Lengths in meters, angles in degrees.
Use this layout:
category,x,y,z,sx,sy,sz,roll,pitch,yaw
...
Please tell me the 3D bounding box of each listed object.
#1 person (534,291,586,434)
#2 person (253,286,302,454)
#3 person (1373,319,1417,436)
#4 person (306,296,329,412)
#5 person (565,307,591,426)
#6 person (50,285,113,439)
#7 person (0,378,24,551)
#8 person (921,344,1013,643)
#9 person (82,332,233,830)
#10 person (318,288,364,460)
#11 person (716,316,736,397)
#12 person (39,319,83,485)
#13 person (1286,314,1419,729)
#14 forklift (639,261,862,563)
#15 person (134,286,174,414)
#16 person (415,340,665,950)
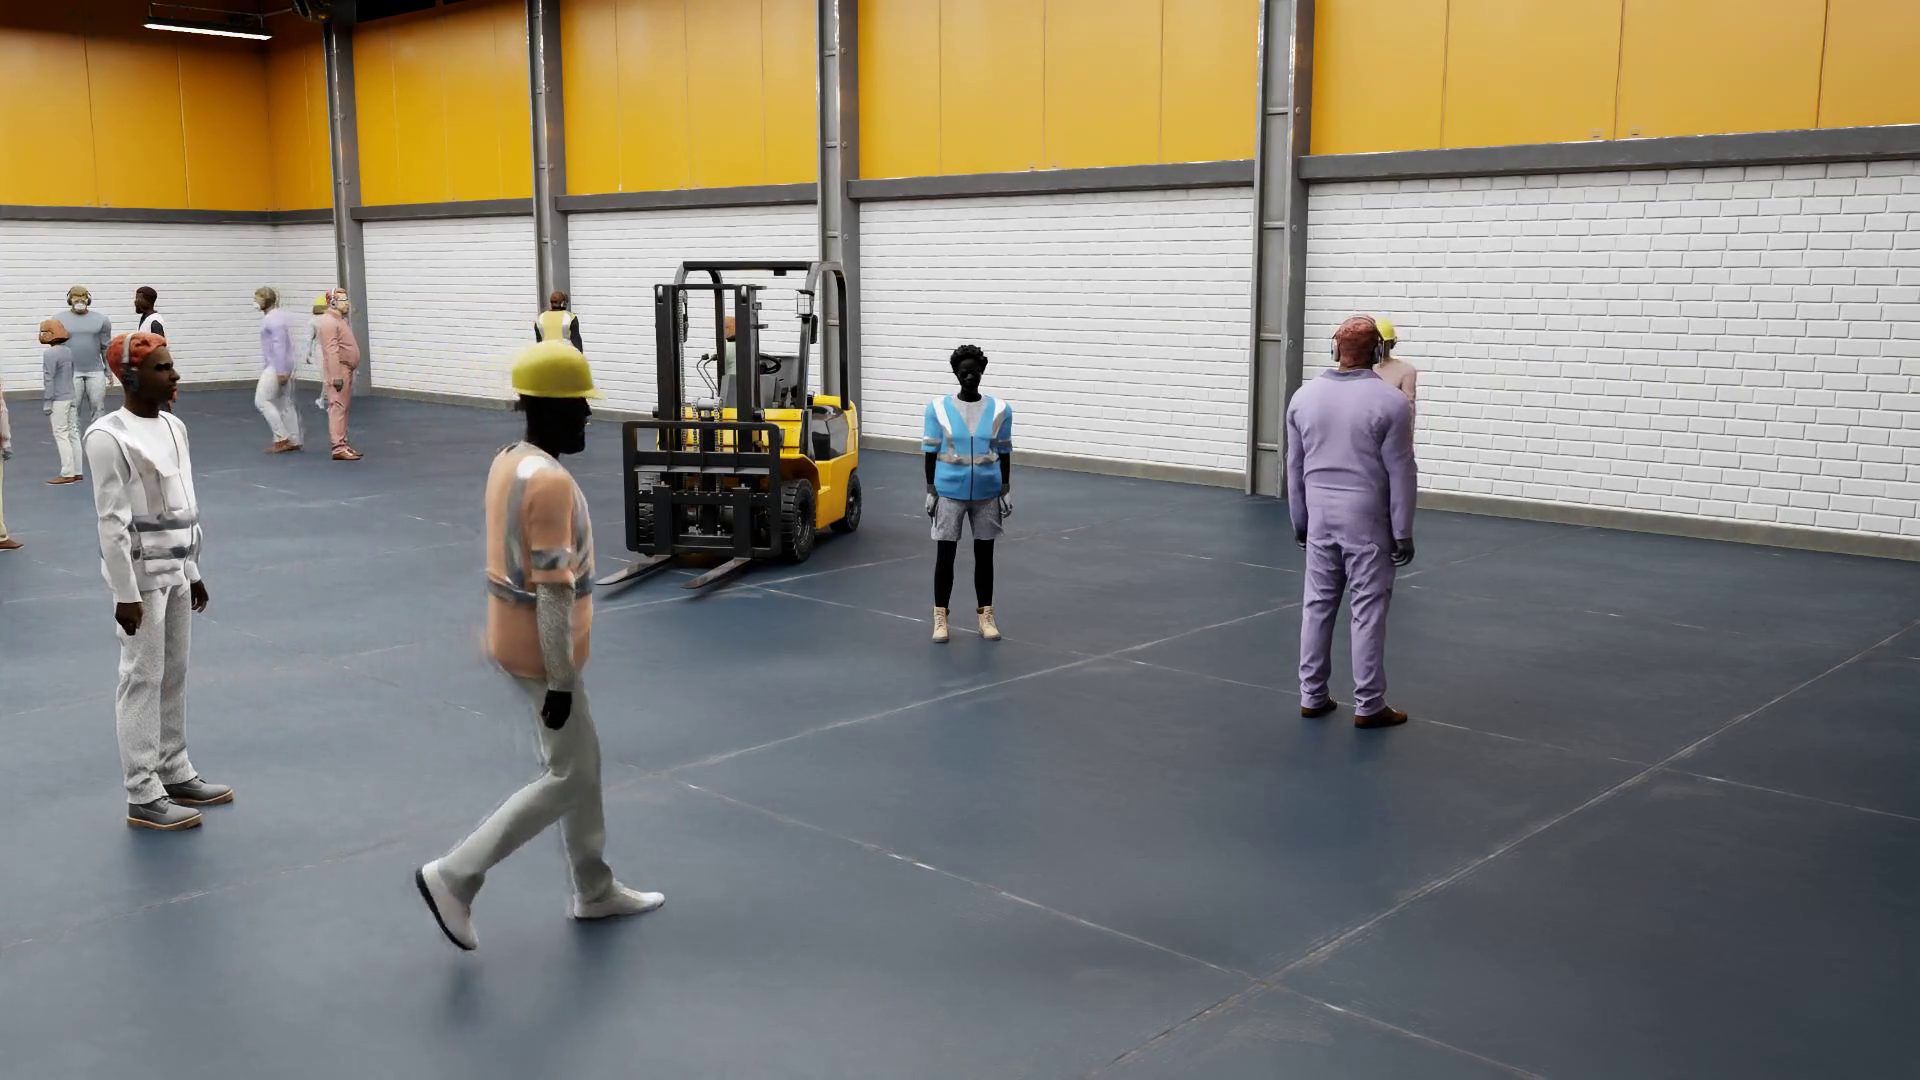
category,x,y,z,sx,sy,sz,roll,pitch,yaw
person,-5.084,-2.248,21.222,0.621,1.838,0.429,2,10,14
person,-7.832,-1.927,18.980,0.562,1.921,0.629,-4,10,-21
person,3.156,-0.782,12.529,0.527,1.746,0.658,4,10,22
person,-9.506,-2.763,24.744,0.849,1.701,0.508,8,12,39
person,-5.233,-2.318,22.322,0.616,1.620,0.524,-3,10,-17
person,-9.764,-1.860,18.539,0.630,1.938,0.373,-6,11,-33
person,-7.365,-0.724,12.497,0.508,1.632,0.264,2,9,10
person,0.045,-0.261,9.464,0.533,1.697,0.319,-2,9,-9
person,-3.072,0.152,6.362,0.355,1.884,0.575,0,9,0
person,-6.892,-1.844,18.532,0.410,1.908,0.643,-2,10,-13
person,-2.359,-1.495,17.222,0.288,1.633,0.499,5,11,29
person,-8.894,-1.362,16.437,0.284,1.626,0.502,-1,9,-5
person,1.835,-0.084,7.730,0.651,1.910,0.409,9,13,43
forklift,-1.552,-1.040,12.721,1.214,2.155,2.313,2,9,11
person,-9.297,-1.958,19.185,0.392,1.922,0.591,-8,12,-39
person,-1.318,0.332,5.193,0.749,1.907,0.605,-4,10,-25
